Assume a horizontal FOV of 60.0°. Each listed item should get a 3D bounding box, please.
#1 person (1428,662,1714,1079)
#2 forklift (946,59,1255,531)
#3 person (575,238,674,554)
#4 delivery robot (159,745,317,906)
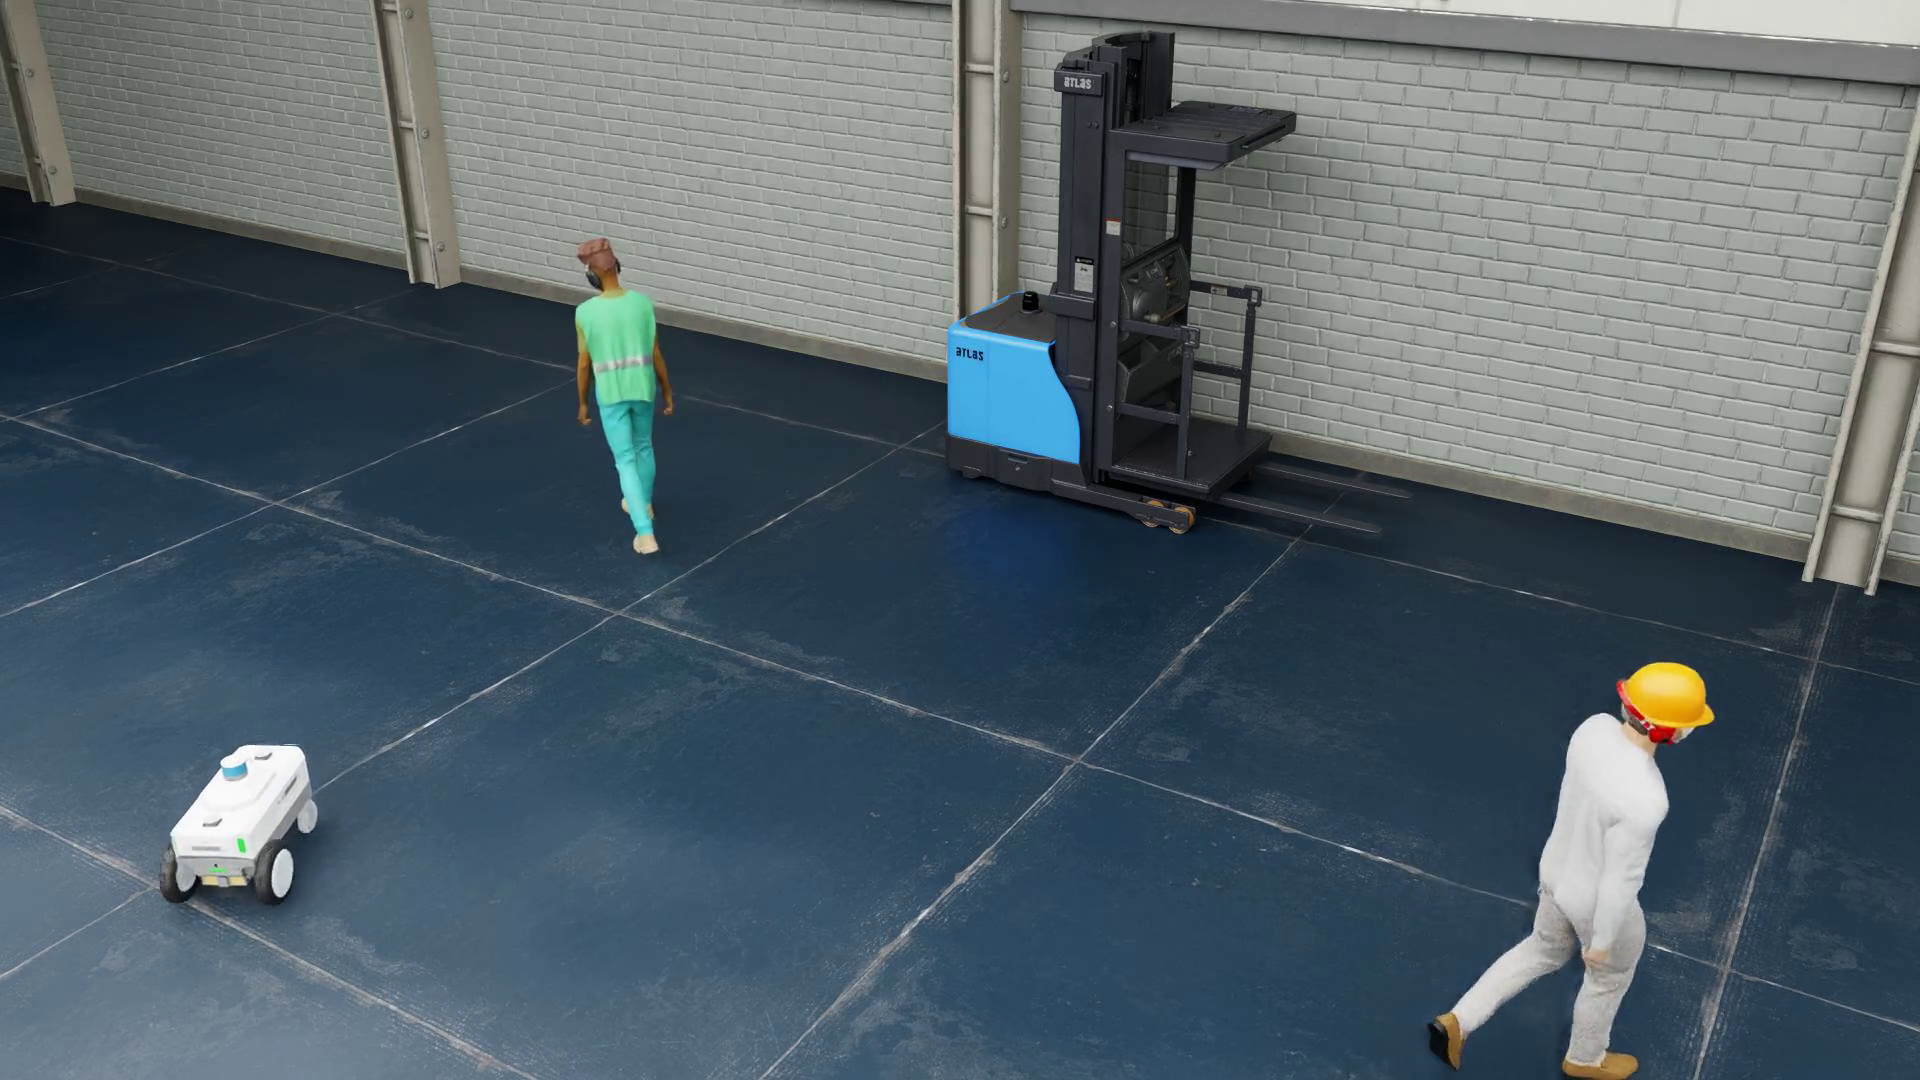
[{"bbox_3d":[2.153,1.209,5.842,0.766,1.859,0.575,-5,26,-10],"label":"person"},{"bbox_3d":[0.933,-1.707,10.833,1.873,2.768,1.129,15,29,28],"label":"forklift"},{"bbox_3d":[-2.041,-0.894,10.208,0.568,1.935,0.903,-12,28,-24],"label":"person"},{"bbox_3d":[-3.151,1.218,7.317,0.499,0.568,0.747,1,25,2],"label":"delivery robot"}]
